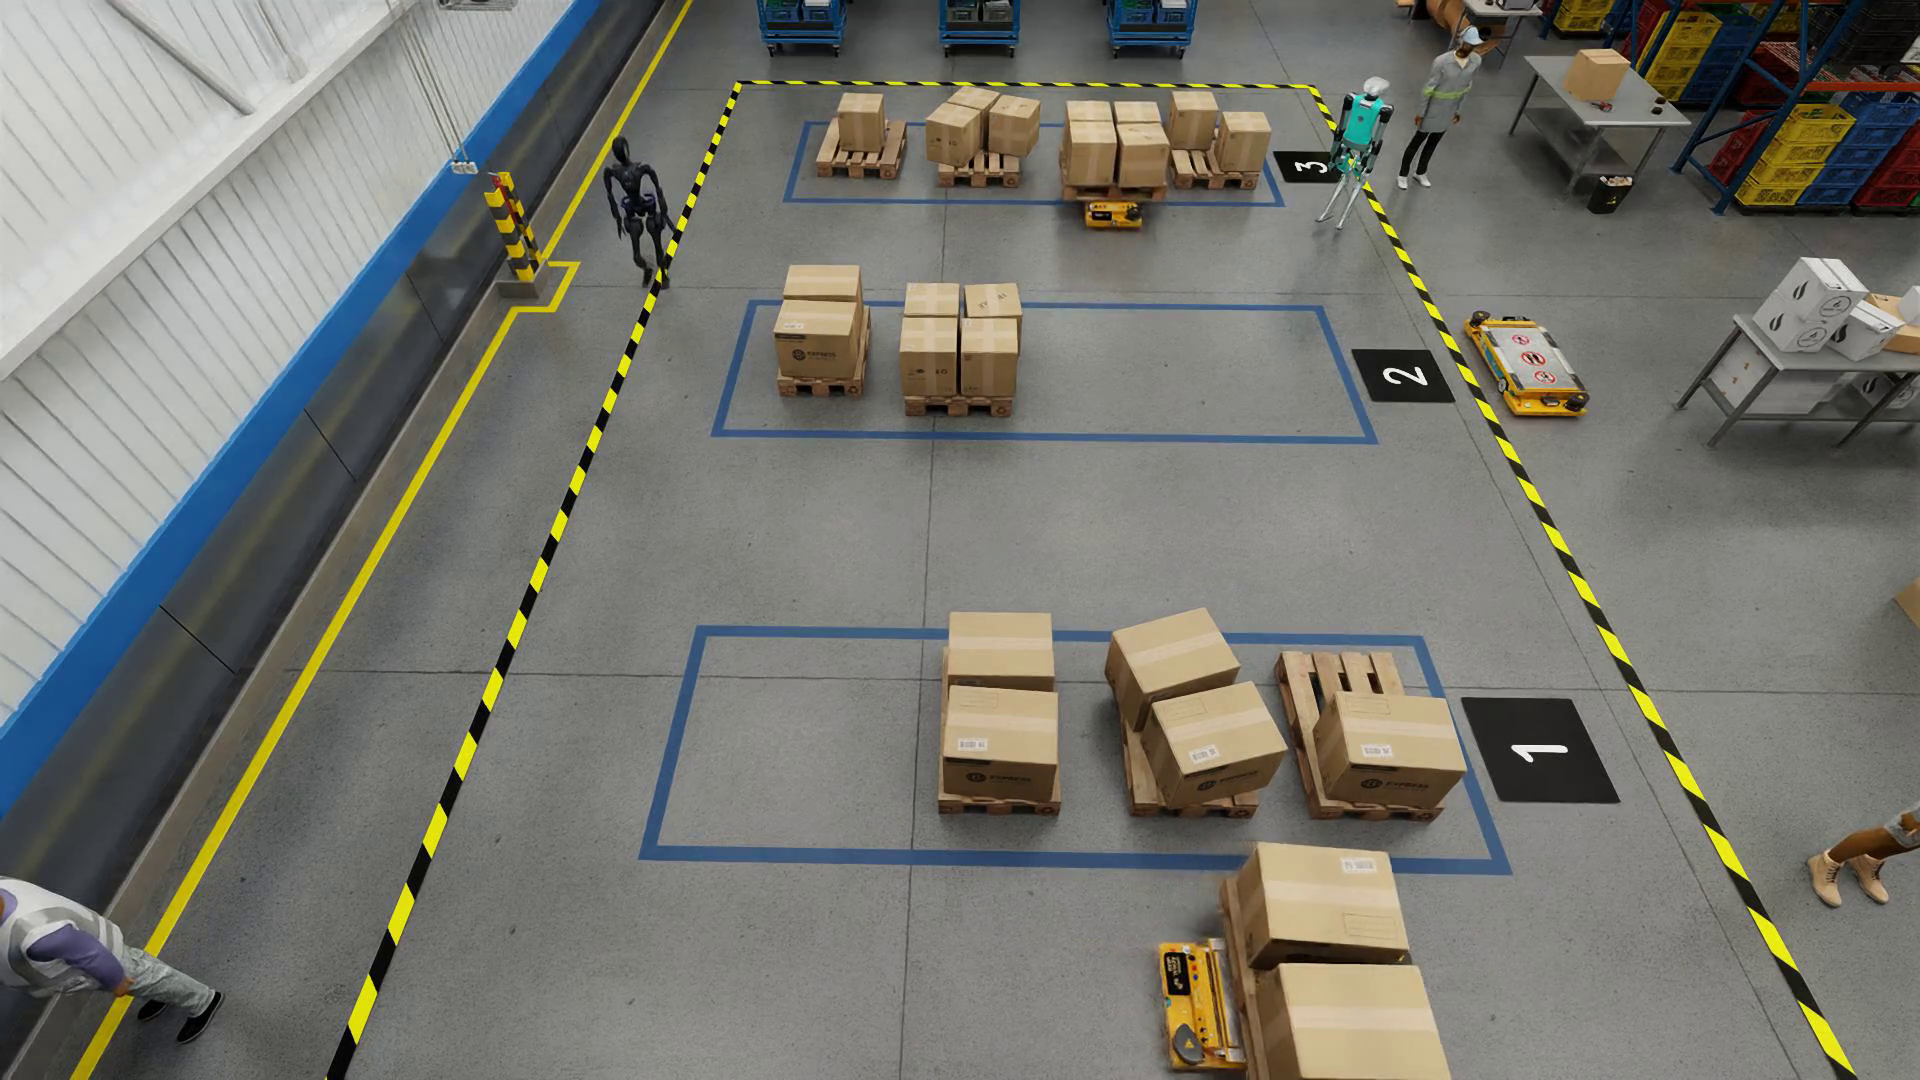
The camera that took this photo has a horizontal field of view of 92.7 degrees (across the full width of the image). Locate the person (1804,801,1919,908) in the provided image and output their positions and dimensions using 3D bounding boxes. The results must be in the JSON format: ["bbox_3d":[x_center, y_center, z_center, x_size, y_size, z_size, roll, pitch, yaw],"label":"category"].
[{"bbox_3d":[5.601,1.506,5.055,0.613,2.044,0.366,-2,49,-2],"label":"person"}]

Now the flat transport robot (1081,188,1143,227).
[{"bbox_3d":[1.830,-4.304,11.241,0.652,0.197,1.431,1,49,1],"label":"flat transport robot"}]

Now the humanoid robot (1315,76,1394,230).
[{"bbox_3d":[4.465,-4.334,10.228,0.533,1.672,0.735,34,57,26],"label":"humanoid robot"}]

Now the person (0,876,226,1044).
[{"bbox_3d":[-4.486,2.129,4.658,0.586,1.829,0.404,18,52,15],"label":"person"}]

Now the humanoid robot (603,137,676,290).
[{"bbox_3d":[-3.280,-3.344,9.495,0.601,1.653,0.341,-8,50,-7],"label":"humanoid robot"}]

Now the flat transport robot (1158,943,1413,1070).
[{"bbox_3d":[1.898,2.643,5.227,1.431,0.197,0.652,1,49,1],"label":"flat transport robot"}]

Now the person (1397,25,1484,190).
[{"bbox_3d":[5.720,-5.118,10.916,0.595,1.852,0.364,-7,50,-6],"label":"person"}]

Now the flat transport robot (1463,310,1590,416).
[{"bbox_3d":[5.573,-1.757,9.054,0.659,0.231,1.431,1,49,1],"label":"flat transport robot"}]
